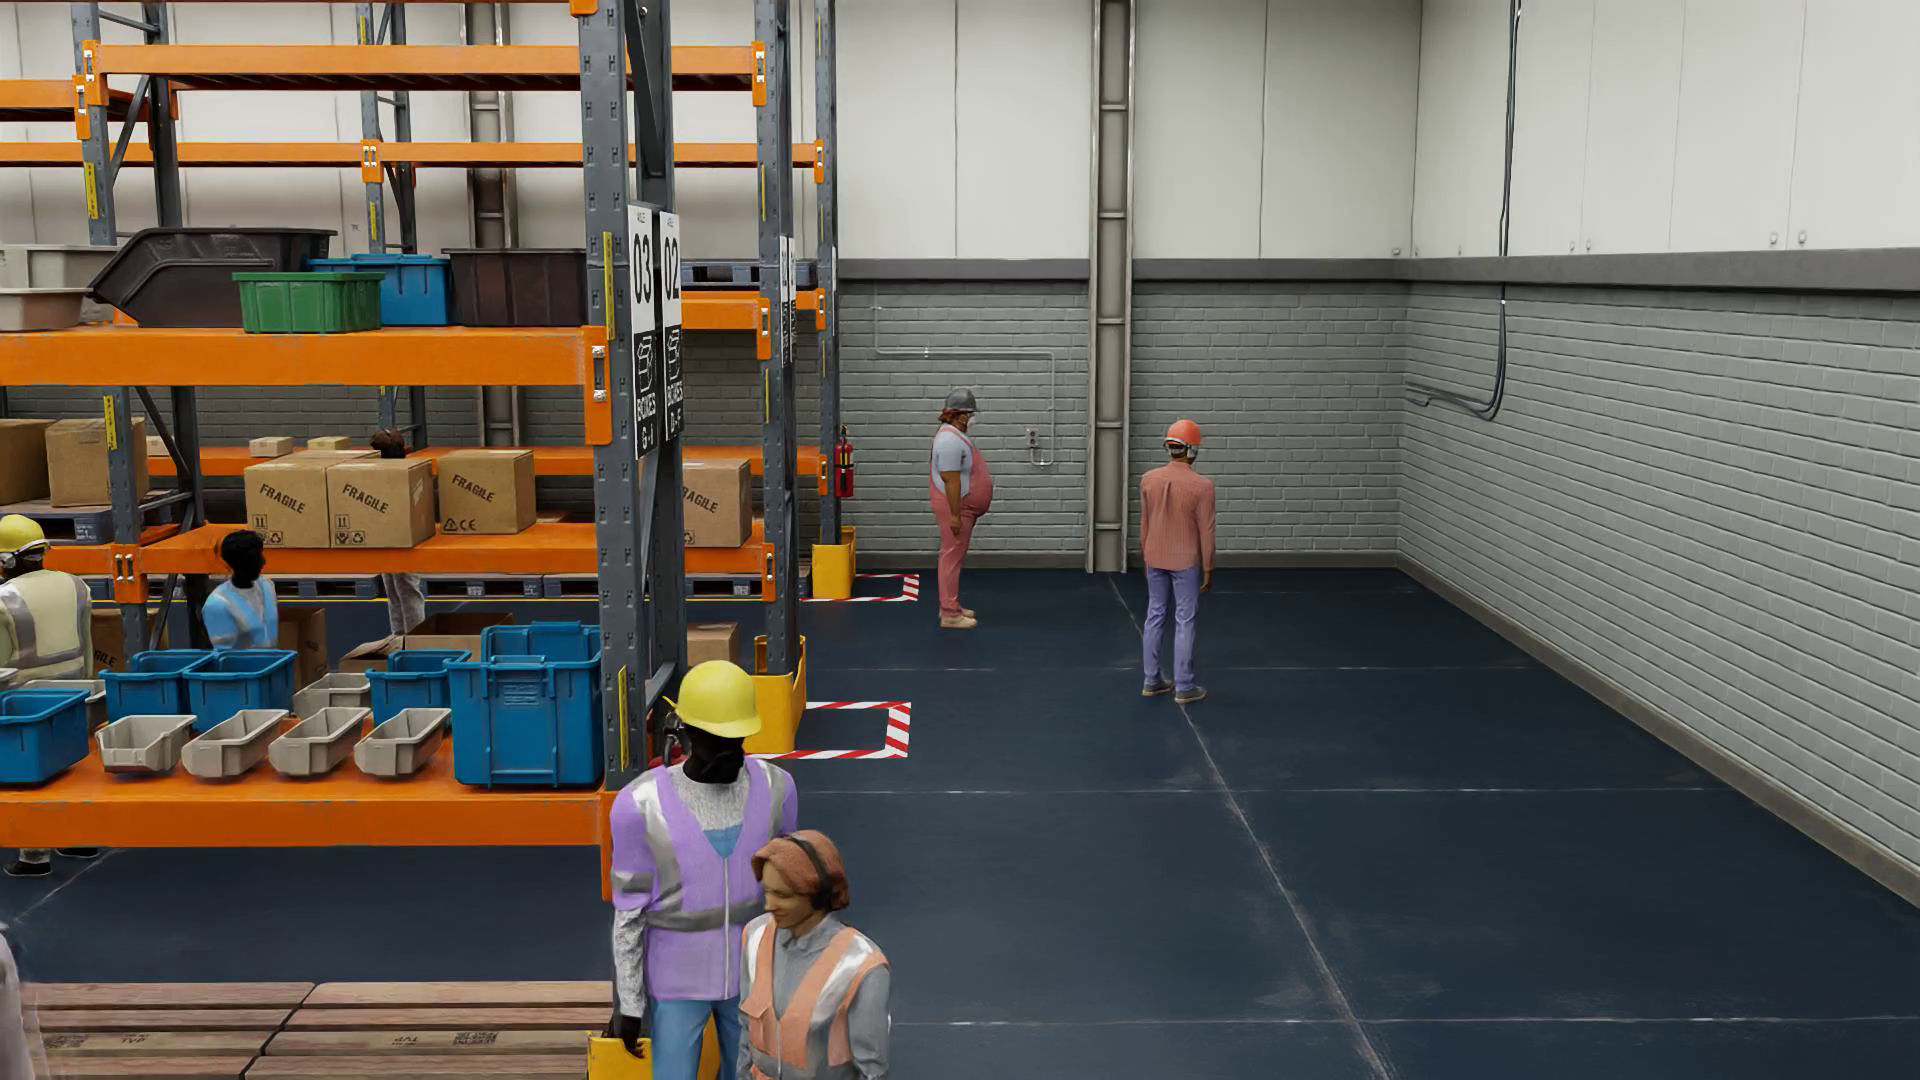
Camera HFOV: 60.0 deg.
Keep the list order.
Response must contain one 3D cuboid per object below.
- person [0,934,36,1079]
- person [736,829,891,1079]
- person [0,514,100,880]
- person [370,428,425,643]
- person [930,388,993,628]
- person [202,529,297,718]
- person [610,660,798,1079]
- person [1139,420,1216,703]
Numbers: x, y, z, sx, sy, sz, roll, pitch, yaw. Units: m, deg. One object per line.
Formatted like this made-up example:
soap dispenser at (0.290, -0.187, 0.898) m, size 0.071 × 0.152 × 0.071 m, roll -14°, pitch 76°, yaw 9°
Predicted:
person at (-2.462, 1.508, 3.701) m, size 0.895 × 1.872 × 0.657 m, roll 1°, pitch 9°, yaw 5°
person at (-0.375, 1.530, 4.299) m, size 0.524 × 1.631 × 0.320 m, roll 8°, pitch 12°, yaw 40°
person at (-4.615, 0.778, 8.329) m, size 0.403 × 1.824 × 0.598 m, roll 4°, pitch 10°, yaw 21°
person at (-4.302, 0.061, 12.674) m, size 0.429 × 1.840 × 0.622 m, roll -7°, pitch 12°, yaw -38°
person at (0.012, -0.286, 14.179) m, size 0.536 × 2.000 × 0.688 m, roll 0°, pitch 9°, yaw -1°
person at (-3.748, 0.762, 8.861) m, size 0.582 × 1.669 × 0.547 m, roll 3°, pitch 10°, yaw 17°
person at (-0.726, 1.286, 4.936) m, size 0.592 × 1.918 × 0.396 m, roll -5°, pitch 11°, yaw -29°
person at (1.535, 0.146, 11.723) m, size 0.600 × 1.983 × 0.418 m, roll 7°, pitch 12°, yaw 38°
